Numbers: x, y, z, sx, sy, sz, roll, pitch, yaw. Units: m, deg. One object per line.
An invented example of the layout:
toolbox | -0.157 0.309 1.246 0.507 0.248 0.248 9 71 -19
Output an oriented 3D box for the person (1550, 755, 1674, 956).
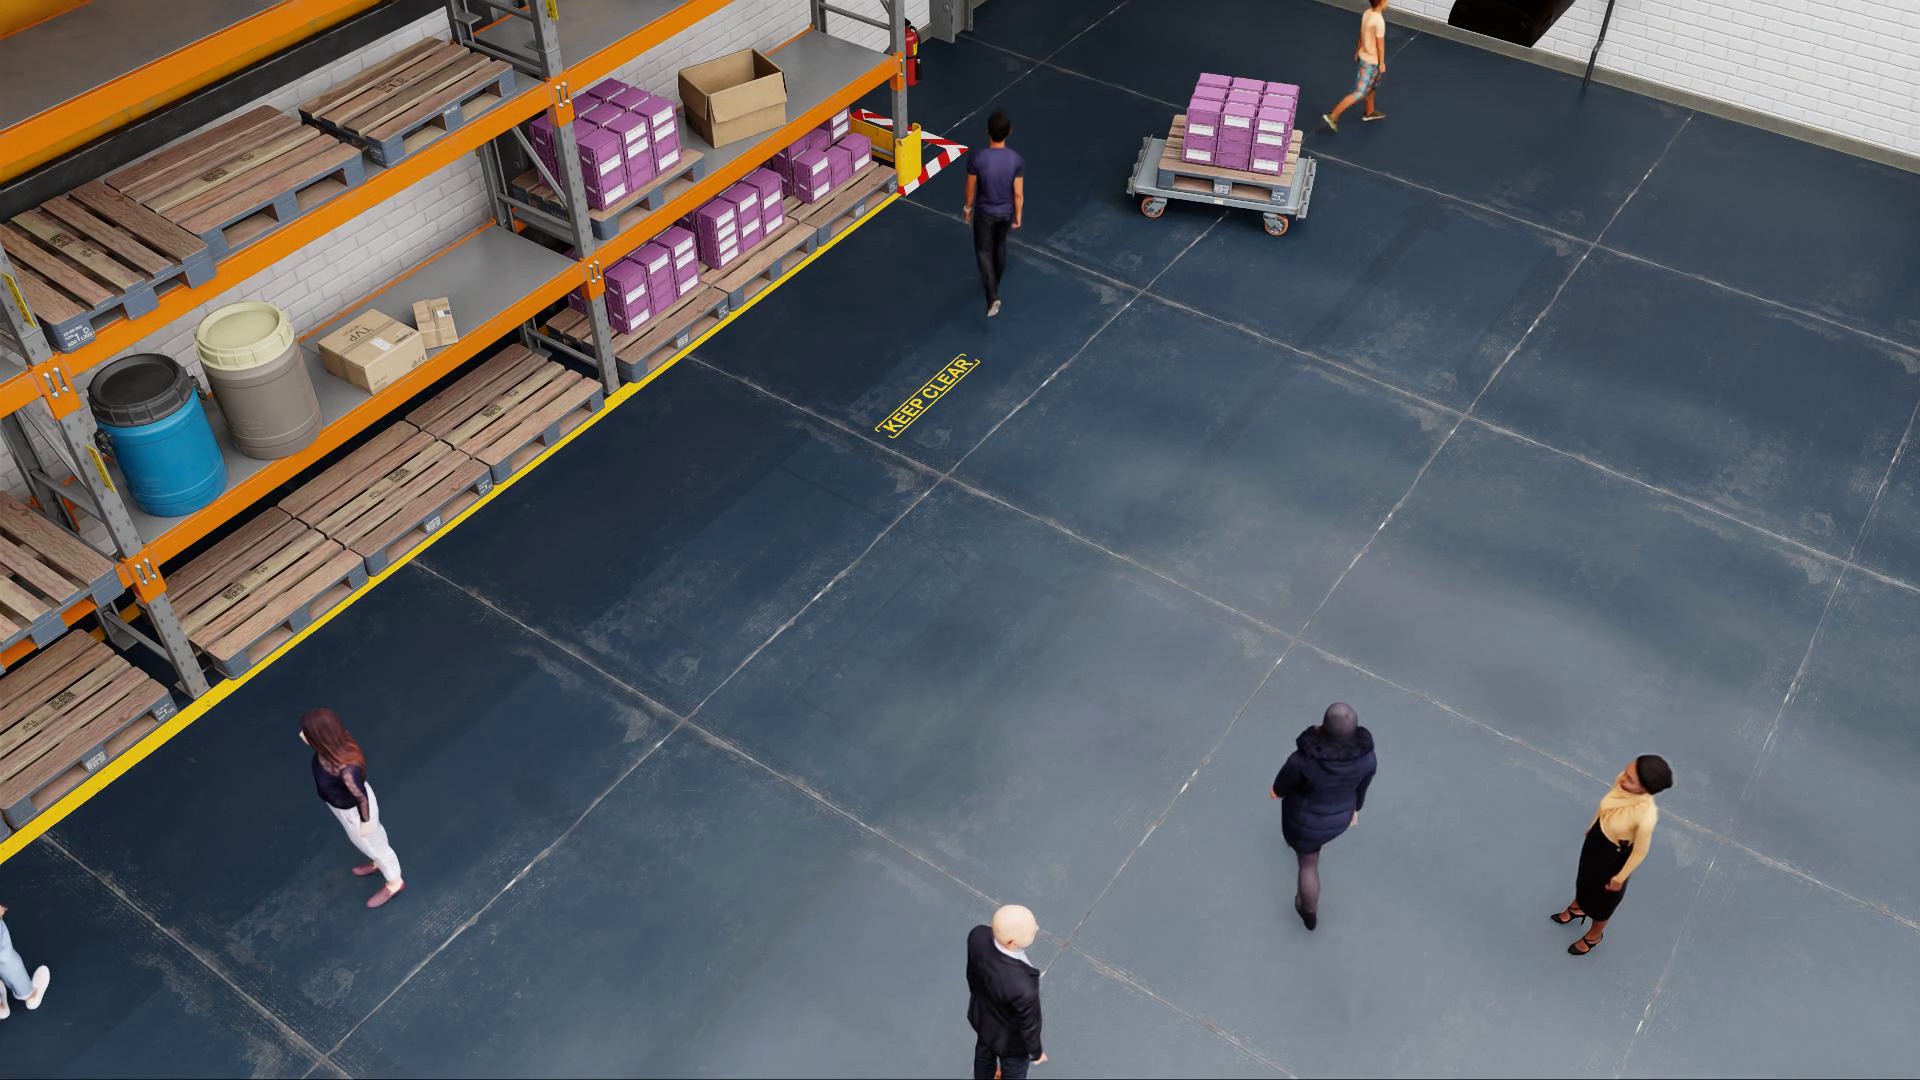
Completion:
person | 3.633 1.756 9.287 0.725 1.653 0.653 -4 44 -4

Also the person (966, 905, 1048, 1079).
person | 0.224 2.442 8.463 0.720 1.797 0.759 -25 49 -24

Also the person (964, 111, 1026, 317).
person | 0.283 -2.689 13.868 1.057 1.769 1.118 -6 44 -6

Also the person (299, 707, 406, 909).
person | -3.503 1.523 9.565 0.656 1.607 0.673 -22 48 -22

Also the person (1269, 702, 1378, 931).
person | 2.056 1.599 9.472 1.080 1.626 1.130 -8 44 -8

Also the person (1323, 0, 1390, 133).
person | 3.923 -4.656 16.172 0.991 1.440 0.920 -7 44 -8
